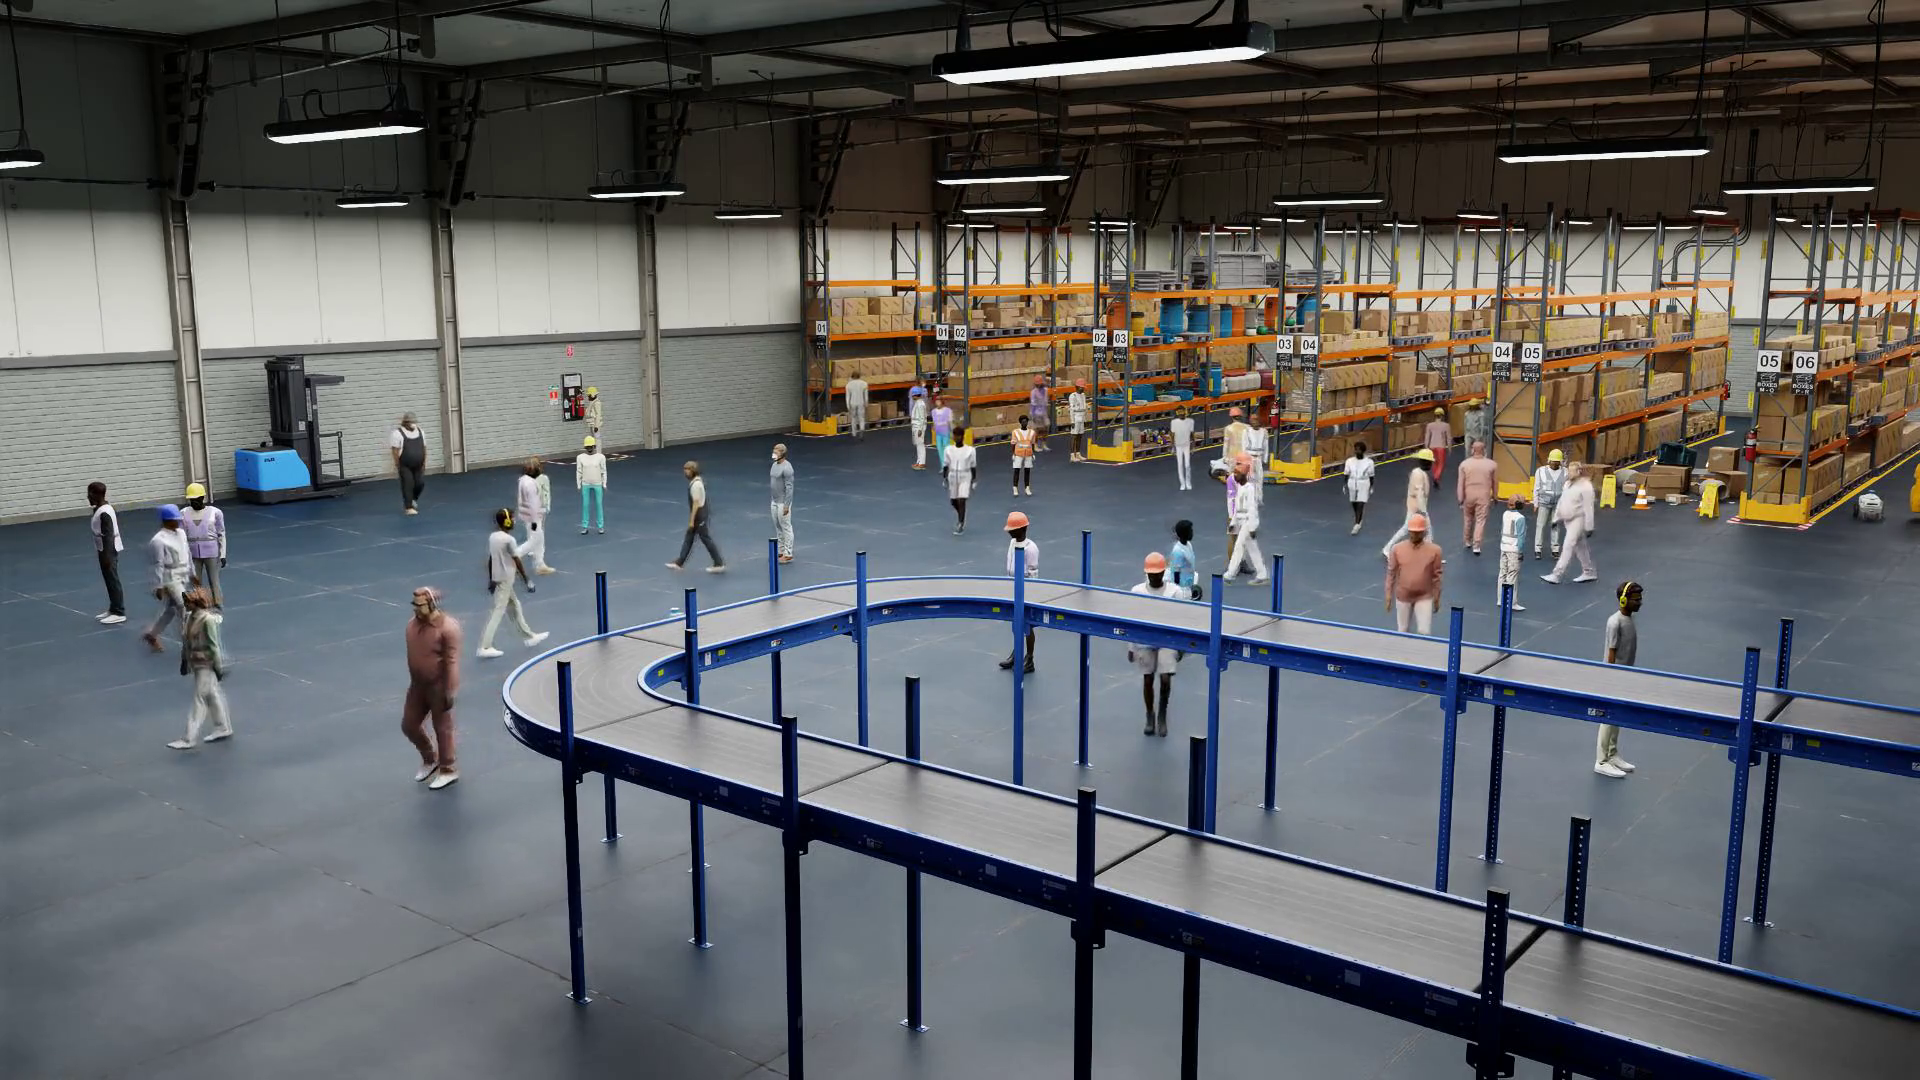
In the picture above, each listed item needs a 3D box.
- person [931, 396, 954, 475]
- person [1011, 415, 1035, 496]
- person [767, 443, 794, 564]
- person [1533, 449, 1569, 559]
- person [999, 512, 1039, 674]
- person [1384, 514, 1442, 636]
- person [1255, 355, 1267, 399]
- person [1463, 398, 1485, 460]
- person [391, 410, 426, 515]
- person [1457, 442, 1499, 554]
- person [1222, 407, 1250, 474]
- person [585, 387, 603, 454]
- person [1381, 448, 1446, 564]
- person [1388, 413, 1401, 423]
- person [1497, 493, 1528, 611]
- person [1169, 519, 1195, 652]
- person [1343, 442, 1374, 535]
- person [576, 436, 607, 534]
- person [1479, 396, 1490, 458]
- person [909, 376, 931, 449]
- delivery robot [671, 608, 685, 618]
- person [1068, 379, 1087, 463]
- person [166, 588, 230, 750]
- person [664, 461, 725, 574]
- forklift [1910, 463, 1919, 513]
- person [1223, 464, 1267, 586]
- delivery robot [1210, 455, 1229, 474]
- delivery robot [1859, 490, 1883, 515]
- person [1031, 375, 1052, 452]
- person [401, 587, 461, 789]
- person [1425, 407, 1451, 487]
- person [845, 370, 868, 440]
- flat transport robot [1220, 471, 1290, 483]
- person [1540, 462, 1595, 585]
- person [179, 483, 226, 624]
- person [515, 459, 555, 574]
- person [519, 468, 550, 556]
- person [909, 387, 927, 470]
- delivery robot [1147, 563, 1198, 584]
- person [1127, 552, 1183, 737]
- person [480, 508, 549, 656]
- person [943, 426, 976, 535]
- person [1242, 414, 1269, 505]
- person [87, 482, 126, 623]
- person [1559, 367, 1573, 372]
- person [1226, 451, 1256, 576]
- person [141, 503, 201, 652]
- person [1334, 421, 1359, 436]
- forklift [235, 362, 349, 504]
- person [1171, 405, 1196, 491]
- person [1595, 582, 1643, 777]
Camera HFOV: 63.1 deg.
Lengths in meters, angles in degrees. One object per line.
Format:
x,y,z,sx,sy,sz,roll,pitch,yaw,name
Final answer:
-0.374,-2.433,36.060,0.578,1.812,0.521,8,13,37,person
1.320,-1.766,32.626,0.533,1.697,0.322,-2,10,-13,person
-2.908,-0.601,25.392,0.372,1.940,0.631,-6,12,-31,person
9.707,-0.590,25.660,0.589,1.822,0.403,1,10,8,person
0.699,0.614,18.586,0.374,1.928,0.543,-6,12,-29,person
5.238,0.679,18.104,0.633,1.971,0.734,3,11,17,person
10.621,-5.761,55.410,0.495,1.589,0.871,-1,10,-8,person
12.027,-2.480,36.578,0.494,1.724,0.657,7,12,35,person
-10.622,-1.495,30.255,0.583,2.000,0.699,9,14,43,person
8.705,-0.719,26.305,0.643,1.852,1.014,5,11,24,person
5.636,-1.744,31.845,0.598,1.925,0.487,-2,10,-10,person
-8.949,-2.831,38.252,0.404,1.829,0.599,-5,11,-25,person
7.349,-0.553,25.277,0.967,1.891,0.600,6,12,30,person
13.185,-4.332,47.235,0.310,1.640,0.514,-4,11,-22,person
7.754,0.157,21.962,0.315,1.641,0.515,-2,10,-9,person
2.715,0.553,19.629,0.650,1.673,0.539,3,11,17,person
7.203,-0.964,28.213,0.539,1.665,0.839,7,12,33,person
-6.599,-0.985,28.038,0.533,1.767,0.326,-2,10,-9,person
12.970,-2.771,38.561,0.509,1.606,0.722,6,12,31,person
-1.043,-3.307,40.687,0.575,1.914,0.651,7,12,33,person
-3.567,0.966,19.590,0.335,0.223,0.698,1,10,7,delivery robot
2.910,-2.925,38.205,0.383,2.036,0.605,8,13,37,person
-7.699,1.292,15.670,0.545,1.609,0.749,8,13,39,person
-4.133,-0.349,24.436,0.953,1.787,0.540,-2,10,-13,person
19.034,-1.348,28.998,2.313,2.155,1.214,8,13,37,forklift
4.262,-0.223,23.553,0.861,1.838,0.602,0,10,2,person
6.011,-1.681,35.220,0.707,0.478,0.477,-1,10,-4,delivery robot
17.285,-0.699,29.691,0.477,0.478,0.707,5,11,25,delivery robot
2.042,-3.218,39.973,0.615,1.988,0.678,-7,13,-36,person
-4.891,1.365,14.465,0.650,1.895,0.440,5,11,26,person
10.291,-1.992,33.728,0.545,1.745,0.640,6,12,31,person
-2.820,-3.691,42.822,0.637,1.924,0.710,-2,10,-9,person
6.544,-1.400,34.699,1.431,0.197,0.652,0,10,-2,flat transport robot
9.242,-0.251,23.650,0.996,1.859,0.643,-1,10,-7,person
-10.166,0.187,20.988,0.594,1.924,0.382,-2,10,-9,person
-6.720,-0.342,24.286,0.708,1.818,0.632,-4,11,-22,person
-7.037,-0.522,25.905,0.502,1.600,0.795,-2,10,-11,person
-0.983,-2.631,36.809,0.407,1.938,0.614,-2,10,-9,person
3.056,0.578,22.505,0.707,0.478,0.477,-4,11,-19,delivery robot
1.989,1.074,16.015,0.564,1.914,0.585,2,10,12,person
-5.606,0.513,19.473,1.000,1.820,0.536,-9,13,-41,person
0.008,-1.105,28.240,0.608,1.942,0.837,3,11,16,person
5.908,-1.606,31.293,0.598,1.865,0.433,-3,10,-16,person
-11.552,0.154,21.197,0.371,1.916,0.597,-7,12,-34,person
18.471,-4.568,47.780,0.618,1.913,0.582,-1,10,-4,person
4.398,-0.418,24.362,0.545,1.938,0.360,-7,12,-34,person
-9.788,0.482,19.390,0.924,1.913,0.603,0,10,-1,person
10.842,-3.804,43.847,0.946,1.791,0.625,-9,13,-41,person
-13.803,-2.244,32.110,1.129,2.768,1.873,8,13,37,forklift
4.749,-1.955,33.297,0.529,1.835,0.690,2,10,11,person
6.283,1.307,14.876,0.318,1.866,0.515,8,13,39,person
